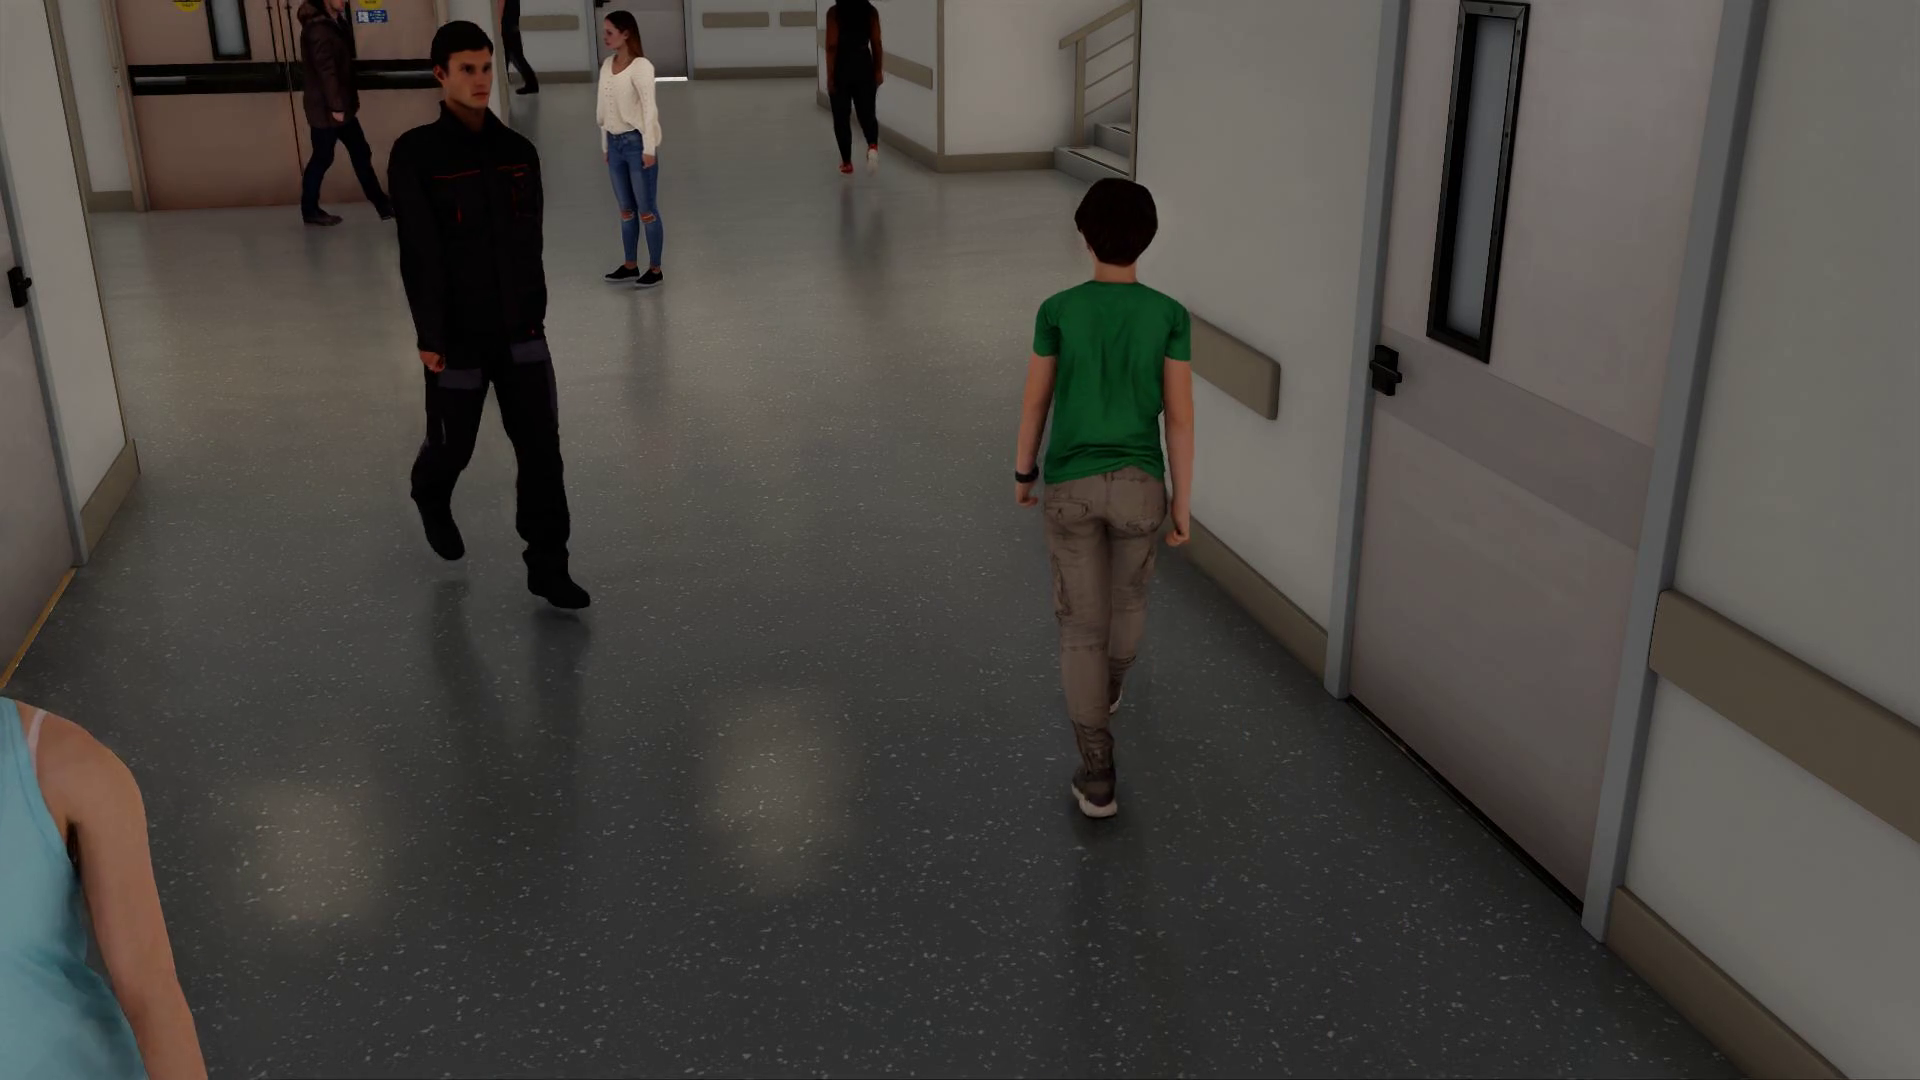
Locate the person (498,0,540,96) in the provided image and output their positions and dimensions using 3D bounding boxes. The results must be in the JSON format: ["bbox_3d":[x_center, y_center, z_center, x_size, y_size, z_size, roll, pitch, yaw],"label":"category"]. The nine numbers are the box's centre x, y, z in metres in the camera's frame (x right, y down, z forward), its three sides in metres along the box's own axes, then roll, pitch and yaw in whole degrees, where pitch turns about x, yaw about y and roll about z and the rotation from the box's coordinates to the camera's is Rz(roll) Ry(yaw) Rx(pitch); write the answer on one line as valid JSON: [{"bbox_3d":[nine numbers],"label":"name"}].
[{"bbox_3d":[-5.697,-6.609,21.255,1.068,1.820,0.799,-1,21,-3],"label":"person"}]

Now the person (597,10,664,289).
[{"bbox_3d":[-2.059,-2.448,10.449,0.705,1.694,0.738,16,26,36],"label":"person"}]

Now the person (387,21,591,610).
[{"bbox_3d":[-1.670,-0.734,5.628,1.266,1.904,1.137,-18,27,-39],"label":"person"}]

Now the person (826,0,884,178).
[{"bbox_3d":[-0.919,-4.040,14.514,1.011,1.791,0.730,-6,22,-16],"label":"person"}]

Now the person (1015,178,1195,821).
[{"bbox_3d":[0.382,-0.066,4.276,1.076,1.612,0.811,-1,21,-2],"label":"person"}]

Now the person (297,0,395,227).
[{"bbox_3d":[-4.751,-3.215,12.332,1.138,1.795,0.908,-2,21,-5],"label":"person"}]
